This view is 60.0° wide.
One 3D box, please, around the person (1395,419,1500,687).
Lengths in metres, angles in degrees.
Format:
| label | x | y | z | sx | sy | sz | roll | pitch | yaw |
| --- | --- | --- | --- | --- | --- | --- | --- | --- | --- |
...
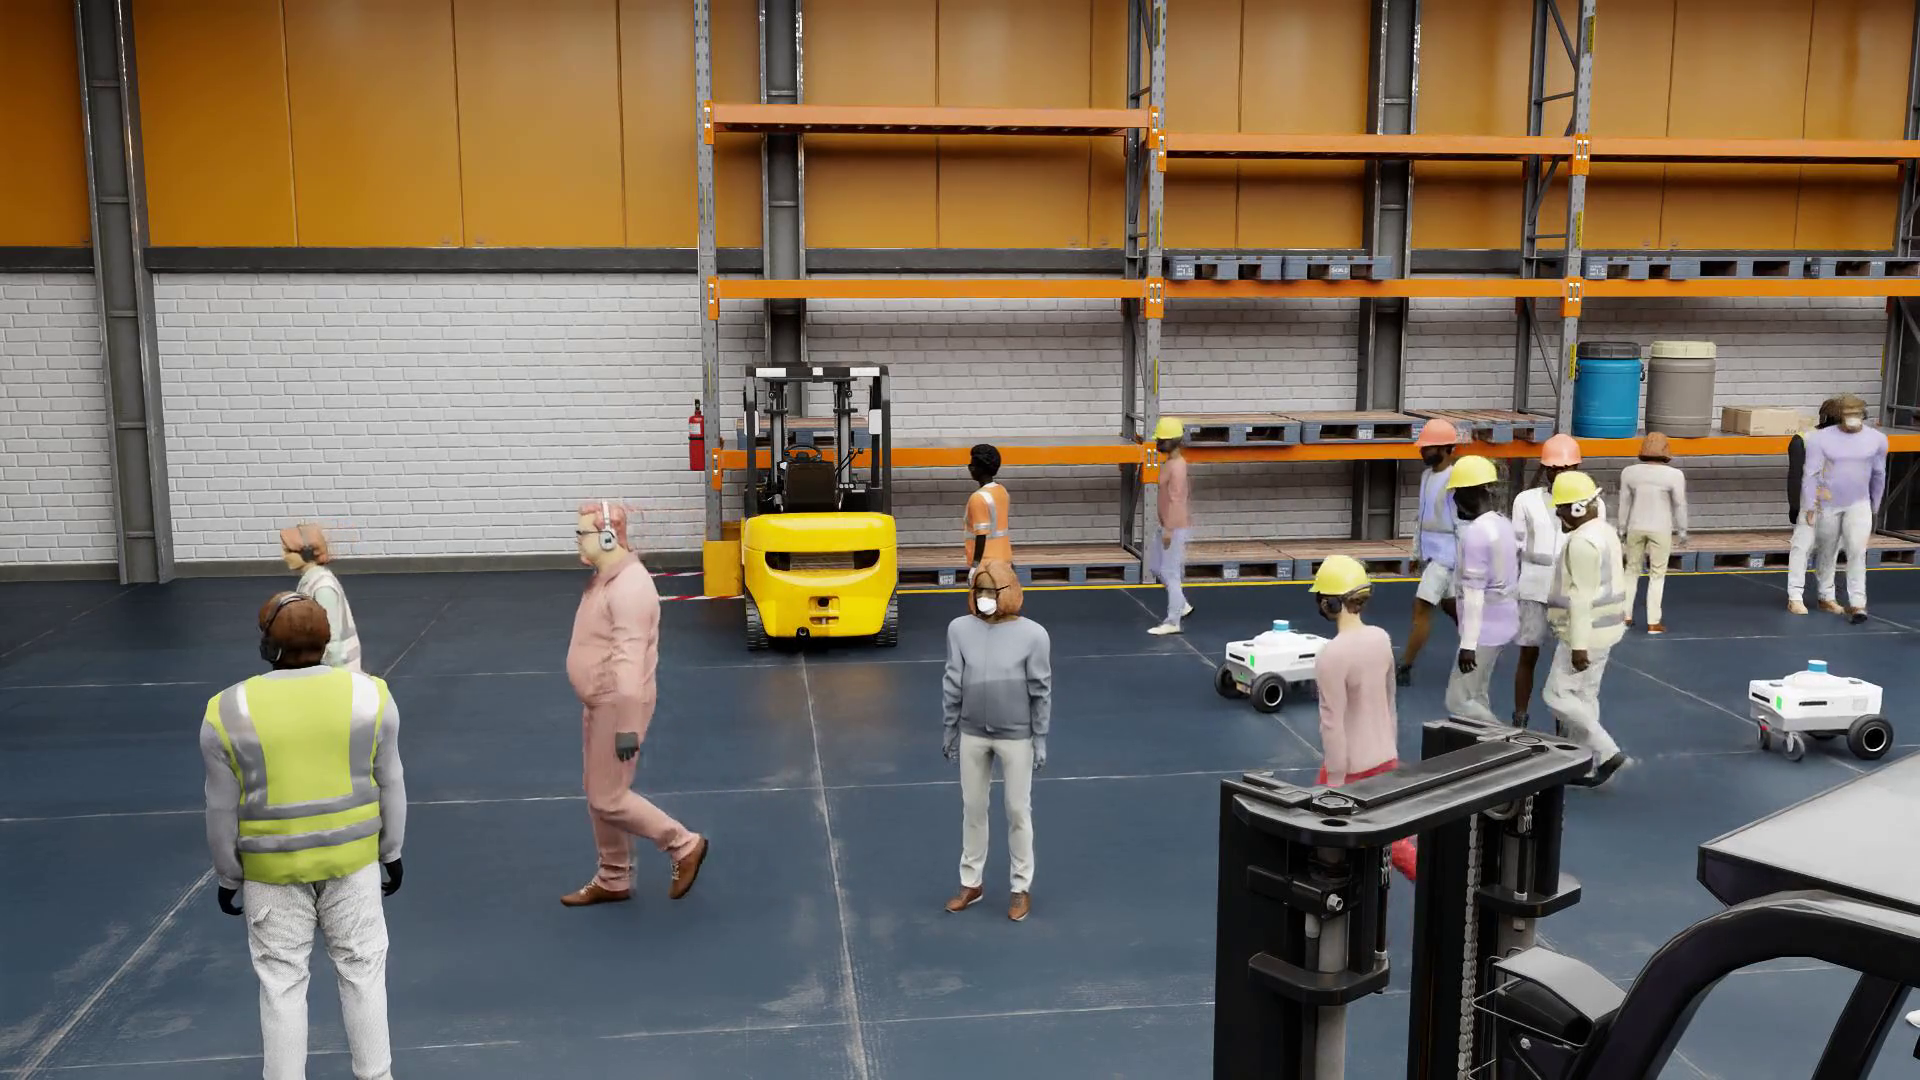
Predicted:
| label | x | y | z | sx | sy | sz | roll | pitch | yaw |
| --- | --- | --- | --- | --- | --- | --- | --- | --- | --- |
| person | 3.397 | 0.088 | 11.655 | 0.998 | 1.894 | 0.564 | -1 | 9 | -9 |

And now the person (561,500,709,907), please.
| label | x | y | z | sx | sy | sz | roll | pitch | yaw |
| --- | --- | --- | --- | --- | --- | --- | --- | --- | --- |
| person | -1.505 | 0.751 | 7.508 | 0.551 | 1.887 | 0.660 | -4 | 10 | -22 |

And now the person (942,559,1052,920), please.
| label | x | y | z | sx | sy | sz | roll | pitch | yaw |
| --- | --- | --- | --- | --- | --- | --- | --- | --- | --- |
| person | 0.158 | 0.887 | 7.454 | 0.507 | 1.631 | 0.266 | 4 | 10 | 21 |

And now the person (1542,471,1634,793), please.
| label | x | y | z | sx | sy | sz | roll | pitch | yaw |
| --- | --- | --- | --- | --- | --- | --- | --- | --- | --- |
| person | 3.459 | 0.523 | 9.222 | 0.520 | 1.795 | 0.626 | 6 | 11 | 34 |

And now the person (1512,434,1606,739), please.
| label | x | y | z | sx | sy | sz | roll | pitch | yaw |
| --- | --- | --- | --- | --- | --- | --- | --- | --- | --- |
| person | 3.563 | 0.327 | 9.994 | 0.542 | 1.939 | 0.362 | 3 | 10 | 21 |

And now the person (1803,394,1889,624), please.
| label | x | y | z | sx | sy | sz | roll | pitch | yaw |
| --- | --- | --- | --- | --- | --- | --- | --- | --- | --- |
| person | 7.354 | -0.266 | 13.836 | 0.645 | 1.883 | 0.976 | 3 | 10 | 19 |

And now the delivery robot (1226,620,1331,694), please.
| label | x | y | z | sx | sy | sz | roll | pitch | yaw |
| --- | --- | --- | --- | --- | --- | --- | --- | --- | --- |
| delivery robot | 2.149 | 0.783 | 11.168 | 0.707 | 0.478 | 0.477 | -4 | 10 | -25 |

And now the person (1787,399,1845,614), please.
| label | x | y | z | sx | sy | sz | roll | pitch | yaw |
| --- | --- | --- | --- | --- | --- | --- | --- | --- | --- |
| person | 7.333 | -0.281 | 14.113 | 0.621 | 1.838 | 0.429 | -1 | 9 | -4 |

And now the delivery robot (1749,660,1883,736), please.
| label | x | y | z | sx | sy | sz | roll | pitch | yaw |
| --- | --- | --- | --- | --- | --- | --- | --- | --- | --- |
| delivery robot | 5.145 | 0.967 | 10.017 | 0.707 | 0.478 | 0.477 | -1 | 9 | -7 |

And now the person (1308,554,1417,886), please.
| label | x | y | z | sx | sy | sz | roll | pitch | yaw |
| --- | --- | --- | --- | --- | --- | --- | --- | --- | --- |
| person | 1.743 | 0.928 | 6.909 | 0.536 | 1.726 | 0.858 | -9 | 12 | -43 |

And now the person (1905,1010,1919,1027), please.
| label | x | y | z | sx | sy | sz | roll | pitch | yaw |
| --- | --- | --- | --- | --- | --- | --- | --- | --- | --- |
| person | 3.903 | 0.954 | 6.143 | 0.391 | 1.920 | 0.587 | -4 | 10 | -22 |

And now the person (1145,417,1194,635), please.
| label | x | y | z | sx | sy | sz | roll | pitch | yaw |
| --- | --- | --- | --- | --- | --- | --- | --- | --- | --- |
| person | 1.661 | -0.108 | 13.251 | 0.351 | 1.752 | 0.553 | 0 | 9 | 0 |

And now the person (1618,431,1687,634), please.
| label | x | y | z | sx | sy | sz | roll | pitch | yaw |
| --- | --- | --- | --- | --- | --- | --- | --- | --- | --- |
| person | 5.556 | -0.059 | 13.378 | 0.507 | 1.634 | 0.330 | 8 | 12 | 42 |

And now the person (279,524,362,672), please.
| label | x | y | z | sx | sy | sz | roll | pitch | yaw |
| --- | --- | --- | --- | --- | --- | --- | --- | --- | --- |
| person | -3.263 | 0.711 | 8.610 | 0.408 | 1.612 | 0.532 | -5 | 10 | -29 |

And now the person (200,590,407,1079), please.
| label | x | y | z | sx | sy | sz | roll | pitch | yaw |
| --- | --- | --- | --- | --- | --- | --- | --- | --- | --- |
| person | -2.185 | 1.079 | 5.600 | 0.627 | 1.847 | 0.429 | -5 | 10 | -26 |

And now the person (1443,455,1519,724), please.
| label | x | y | z | sx | sy | sz | roll | pitch | yaw |
| --- | --- | --- | --- | --- | --- | --- | --- | --- | --- |
| person | 2.859 | 0.494 | 9.052 | 0.547 | 1.902 | 0.645 | 5 | 10 | 30 |

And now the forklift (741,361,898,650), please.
| label | x | y | z | sx | sy | sz | roll | pitch | yaw |
| --- | --- | --- | --- | --- | --- | --- | --- | --- | --- |
| forklift | -1.154 | -0.340 | 13.365 | 1.214 | 2.155 | 2.313 | -1 | 9 | -7 |

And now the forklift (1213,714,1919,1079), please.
| label | x | y | z | sx | sy | sz | roll | pitch | yaw |
| --- | --- | --- | --- | --- | --- | --- | --- | --- | --- |
| forklift | 1.441 | 1.425 | 2.350 | 1.214 | 2.155 | 2.313 | -7 | 12 | -39 |

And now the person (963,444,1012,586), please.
| label | x | y | z | sx | sy | sz | roll | pitch | yaw |
| --- | --- | --- | --- | --- | --- | --- | --- | --- | --- |
| person | 0.194 | 0.167 | 11.745 | 0.321 | 1.696 | 0.537 | 3 | 10 | 21 |
